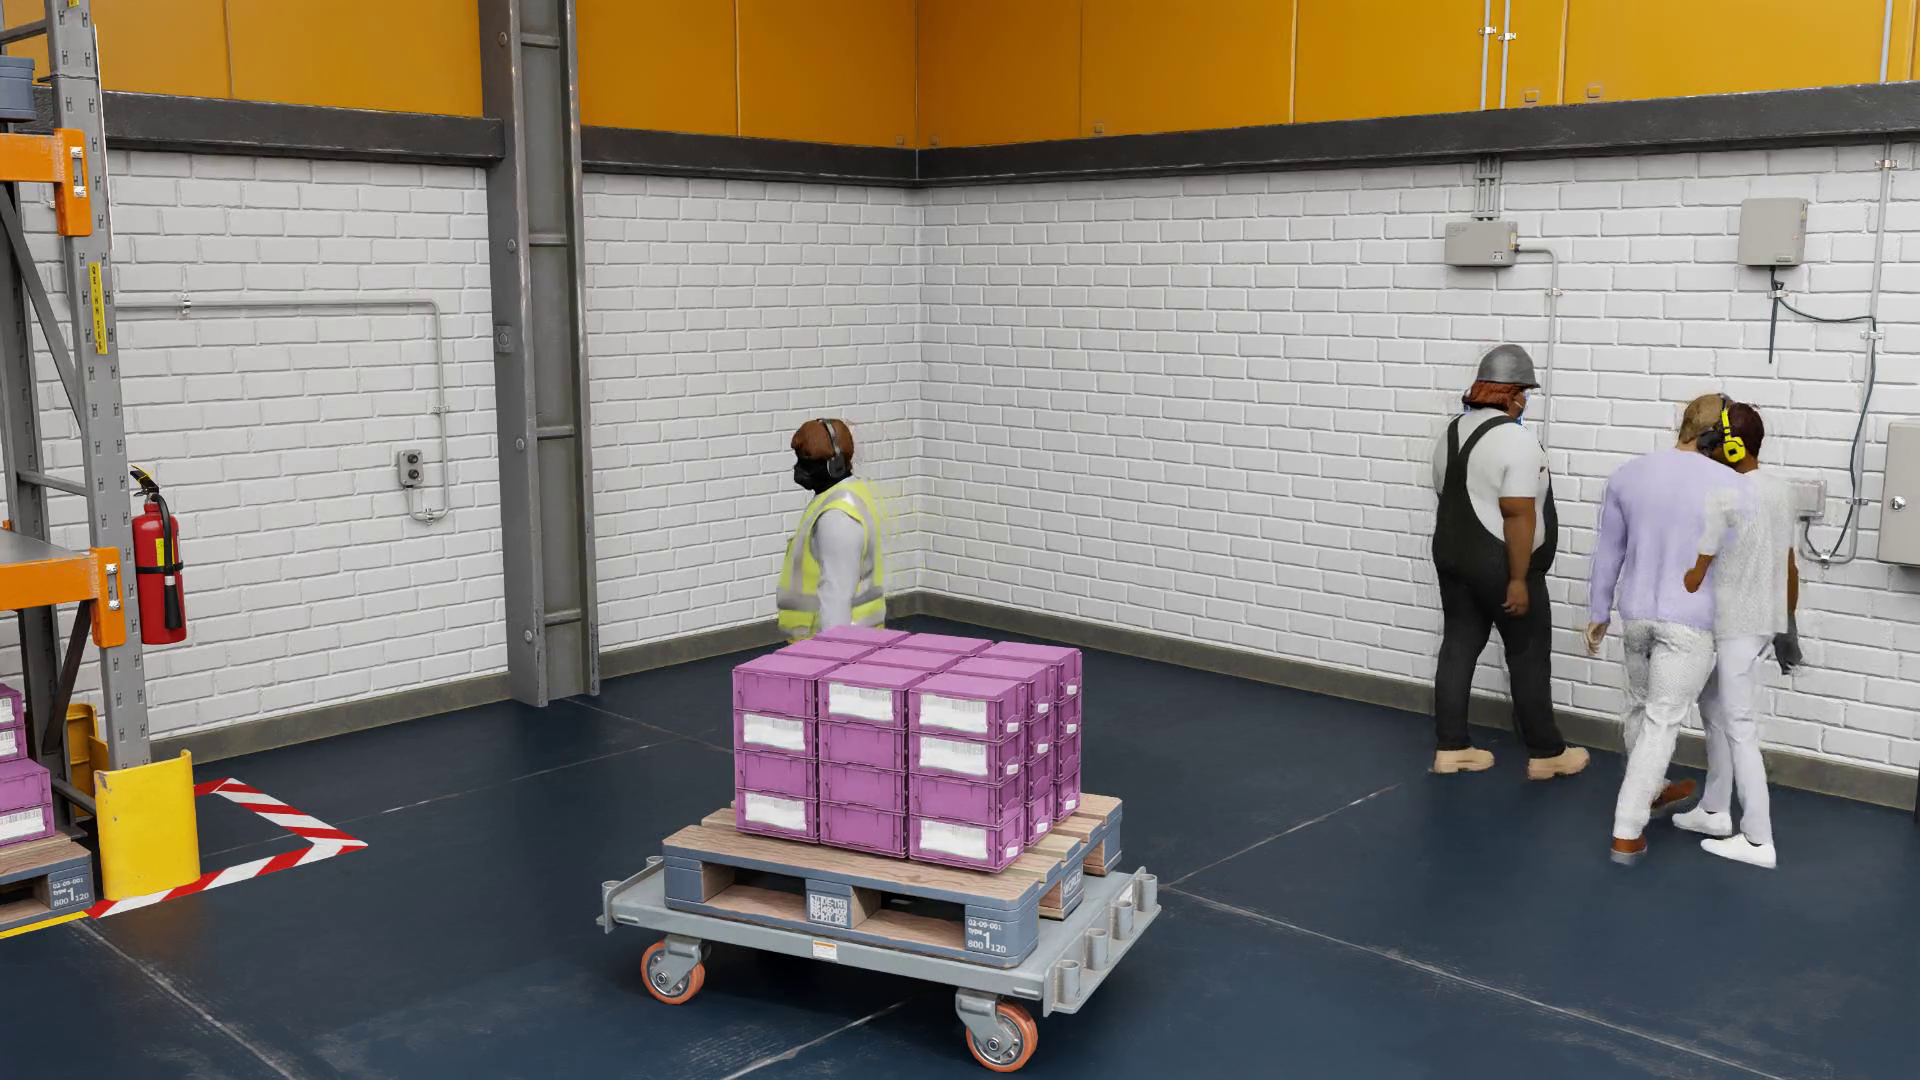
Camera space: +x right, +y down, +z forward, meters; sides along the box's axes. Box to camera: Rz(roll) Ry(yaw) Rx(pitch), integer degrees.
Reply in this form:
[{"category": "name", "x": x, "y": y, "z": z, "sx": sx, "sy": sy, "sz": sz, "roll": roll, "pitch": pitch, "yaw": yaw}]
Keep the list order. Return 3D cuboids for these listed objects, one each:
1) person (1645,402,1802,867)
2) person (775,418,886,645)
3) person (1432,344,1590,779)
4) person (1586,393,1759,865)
[{"category": "person", "x": 3.054, "y": 0.370, "z": 6.696, "sx": 0.511, "sy": 1.830, "sz": 0.689, "roll": -6, "pitch": 11, "yaw": -35}, {"category": "person", "x": -0.435, "y": 0.410, "z": 6.554, "sx": 0.897, "sy": 1.805, "sz": 0.620, "roll": 0, "pitch": 9, "yaw": 0}, {"category": "person", "x": 2.583, "y": 0.091, "z": 7.753, "sx": 0.759, "sy": 2.000, "sz": 0.706, "roll": -3, "pitch": 10, "yaw": -20}, {"category": "person", "x": 2.908, "y": 0.341, "z": 6.763, "sx": 0.882, "sy": 1.873, "sz": 0.646, "roll": -6, "pitch": 11, "yaw": -35}]
